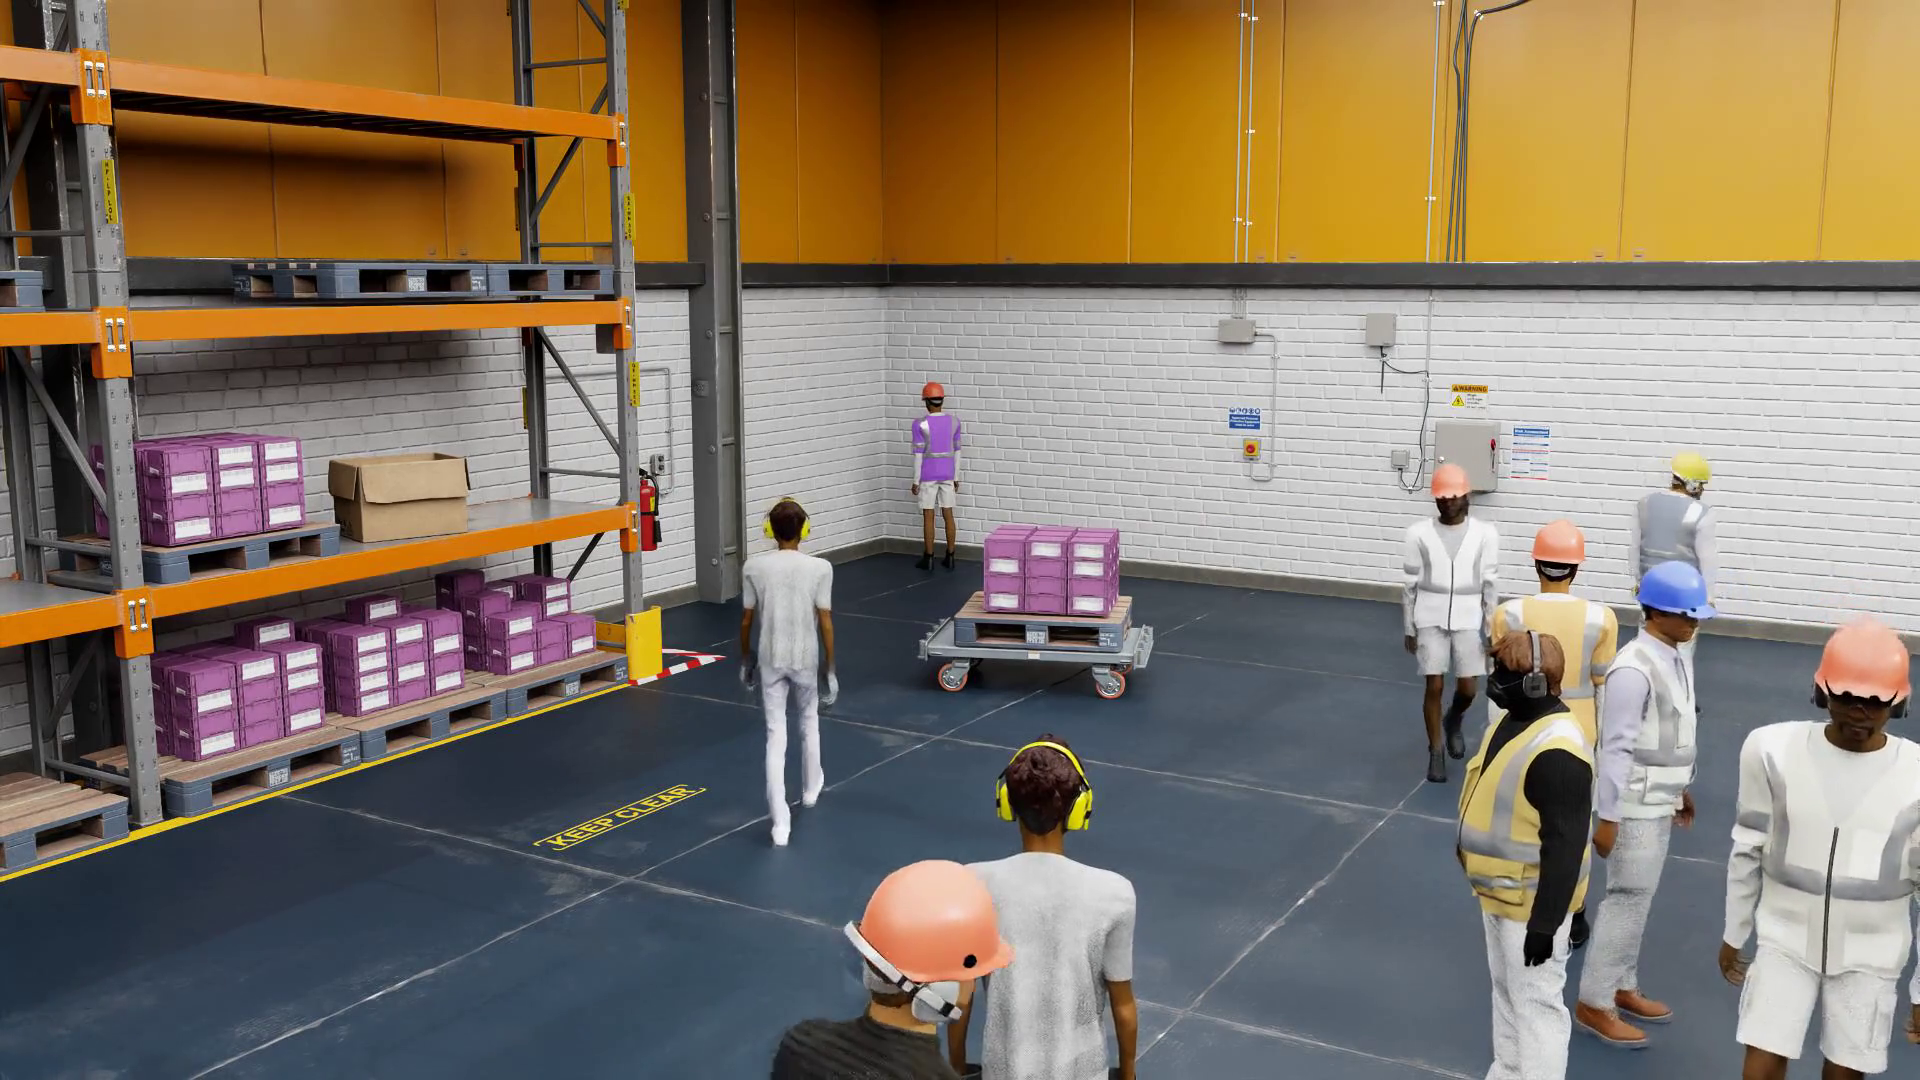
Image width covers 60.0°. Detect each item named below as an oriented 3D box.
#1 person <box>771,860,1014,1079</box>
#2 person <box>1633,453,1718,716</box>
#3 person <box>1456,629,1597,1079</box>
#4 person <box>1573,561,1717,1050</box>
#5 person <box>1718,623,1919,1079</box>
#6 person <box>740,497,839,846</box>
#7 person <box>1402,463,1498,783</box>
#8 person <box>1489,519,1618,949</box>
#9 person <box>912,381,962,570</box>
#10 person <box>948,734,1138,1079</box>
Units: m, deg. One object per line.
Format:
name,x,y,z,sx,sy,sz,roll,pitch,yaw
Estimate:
person,-0.167,1.561,3.136,0.628,1.966,0.677,8,12,42
person,4.925,0.306,11.458,0.407,1.808,0.627,-6,11,-33
person,1.914,1.211,5.685,0.430,1.844,0.623,0,9,3
person,2.726,1.024,6.586,0.421,1.934,0.651,7,11,37
person,2.599,1.232,4.967,0.627,2.023,0.447,6,11,34
person,-0.932,0.673,9.112,0.552,1.823,0.971,0,9,-2
person,2.937,0.481,9.999,0.564,1.916,0.488,2,9,13
person,2.653,0.872,7.494,0.542,1.939,0.368,3,10,18
person,-0.254,-0.657,17.049,0.544,1.936,0.359,-4,10,-25
person,0.213,1.421,4.293,0.520,1.869,0.332,2,9,10
